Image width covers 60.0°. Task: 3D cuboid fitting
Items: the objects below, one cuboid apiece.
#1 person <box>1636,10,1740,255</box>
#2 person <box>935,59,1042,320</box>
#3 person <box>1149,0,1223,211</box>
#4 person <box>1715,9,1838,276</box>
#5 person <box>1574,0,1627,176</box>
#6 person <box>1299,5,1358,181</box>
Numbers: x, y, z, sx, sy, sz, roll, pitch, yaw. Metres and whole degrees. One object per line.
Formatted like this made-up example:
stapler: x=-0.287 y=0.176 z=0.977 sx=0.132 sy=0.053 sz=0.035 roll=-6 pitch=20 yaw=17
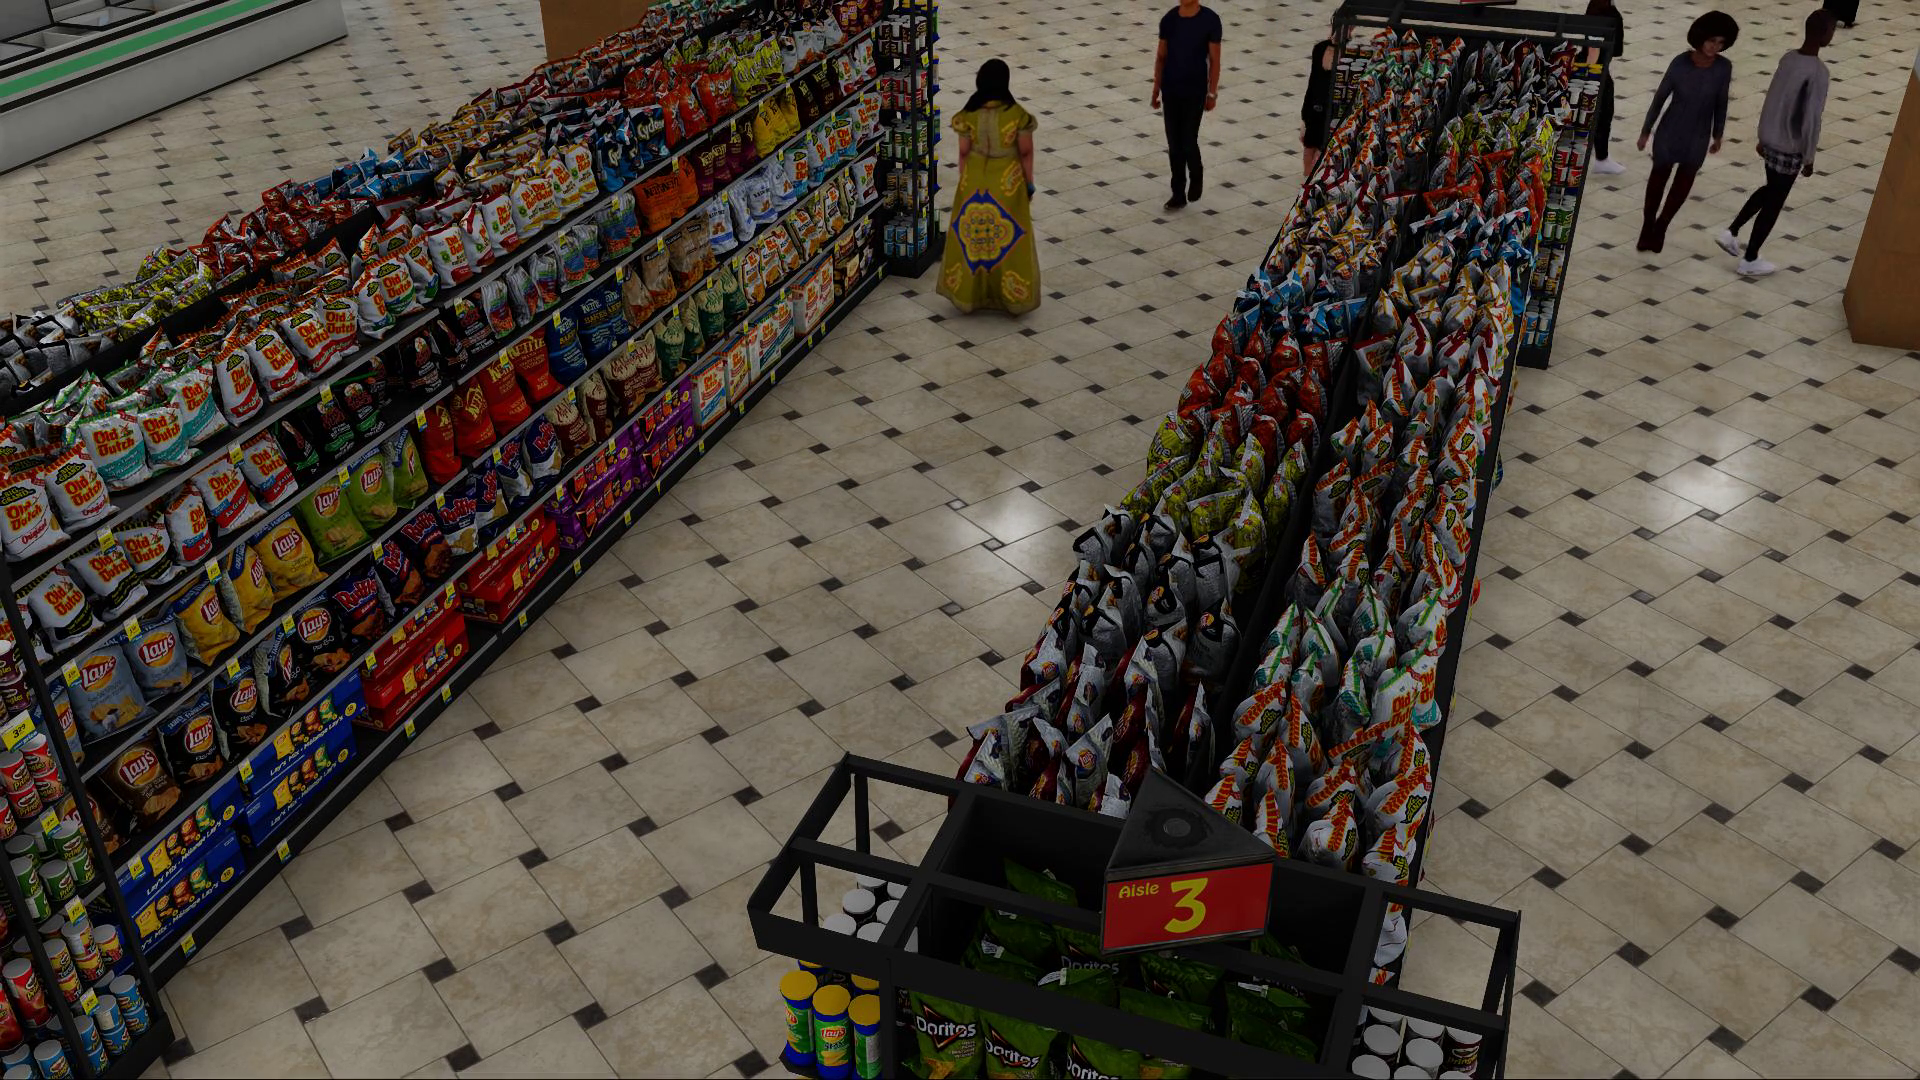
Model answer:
person: x=4.967 y=-2.785 z=11.400 sx=0.684 sy=1.696 sz=0.625 roll=14 pitch=35 yaw=21
person: x=0.215 y=-2.203 z=10.503 sx=0.938 sy=1.656 sz=0.836 roll=5 pitch=32 yaw=8
person: x=1.684 y=-3.299 z=12.144 sx=0.709 sy=1.784 sz=0.731 roll=18 pitch=36 yaw=27
person: x=5.404 y=-2.631 z=11.090 sx=0.851 sy=1.763 sz=0.774 roll=-4 pitch=32 yaw=-6
person: x=4.758 y=-3.594 z=12.789 sx=0.796 sy=1.603 sz=1.093 roll=5 pitch=32 yaw=8
person: x=2.553 y=-2.777 z=11.351 sx=1.069 sy=1.734 sz=0.893 roll=-22 pitch=38 yaw=-31
